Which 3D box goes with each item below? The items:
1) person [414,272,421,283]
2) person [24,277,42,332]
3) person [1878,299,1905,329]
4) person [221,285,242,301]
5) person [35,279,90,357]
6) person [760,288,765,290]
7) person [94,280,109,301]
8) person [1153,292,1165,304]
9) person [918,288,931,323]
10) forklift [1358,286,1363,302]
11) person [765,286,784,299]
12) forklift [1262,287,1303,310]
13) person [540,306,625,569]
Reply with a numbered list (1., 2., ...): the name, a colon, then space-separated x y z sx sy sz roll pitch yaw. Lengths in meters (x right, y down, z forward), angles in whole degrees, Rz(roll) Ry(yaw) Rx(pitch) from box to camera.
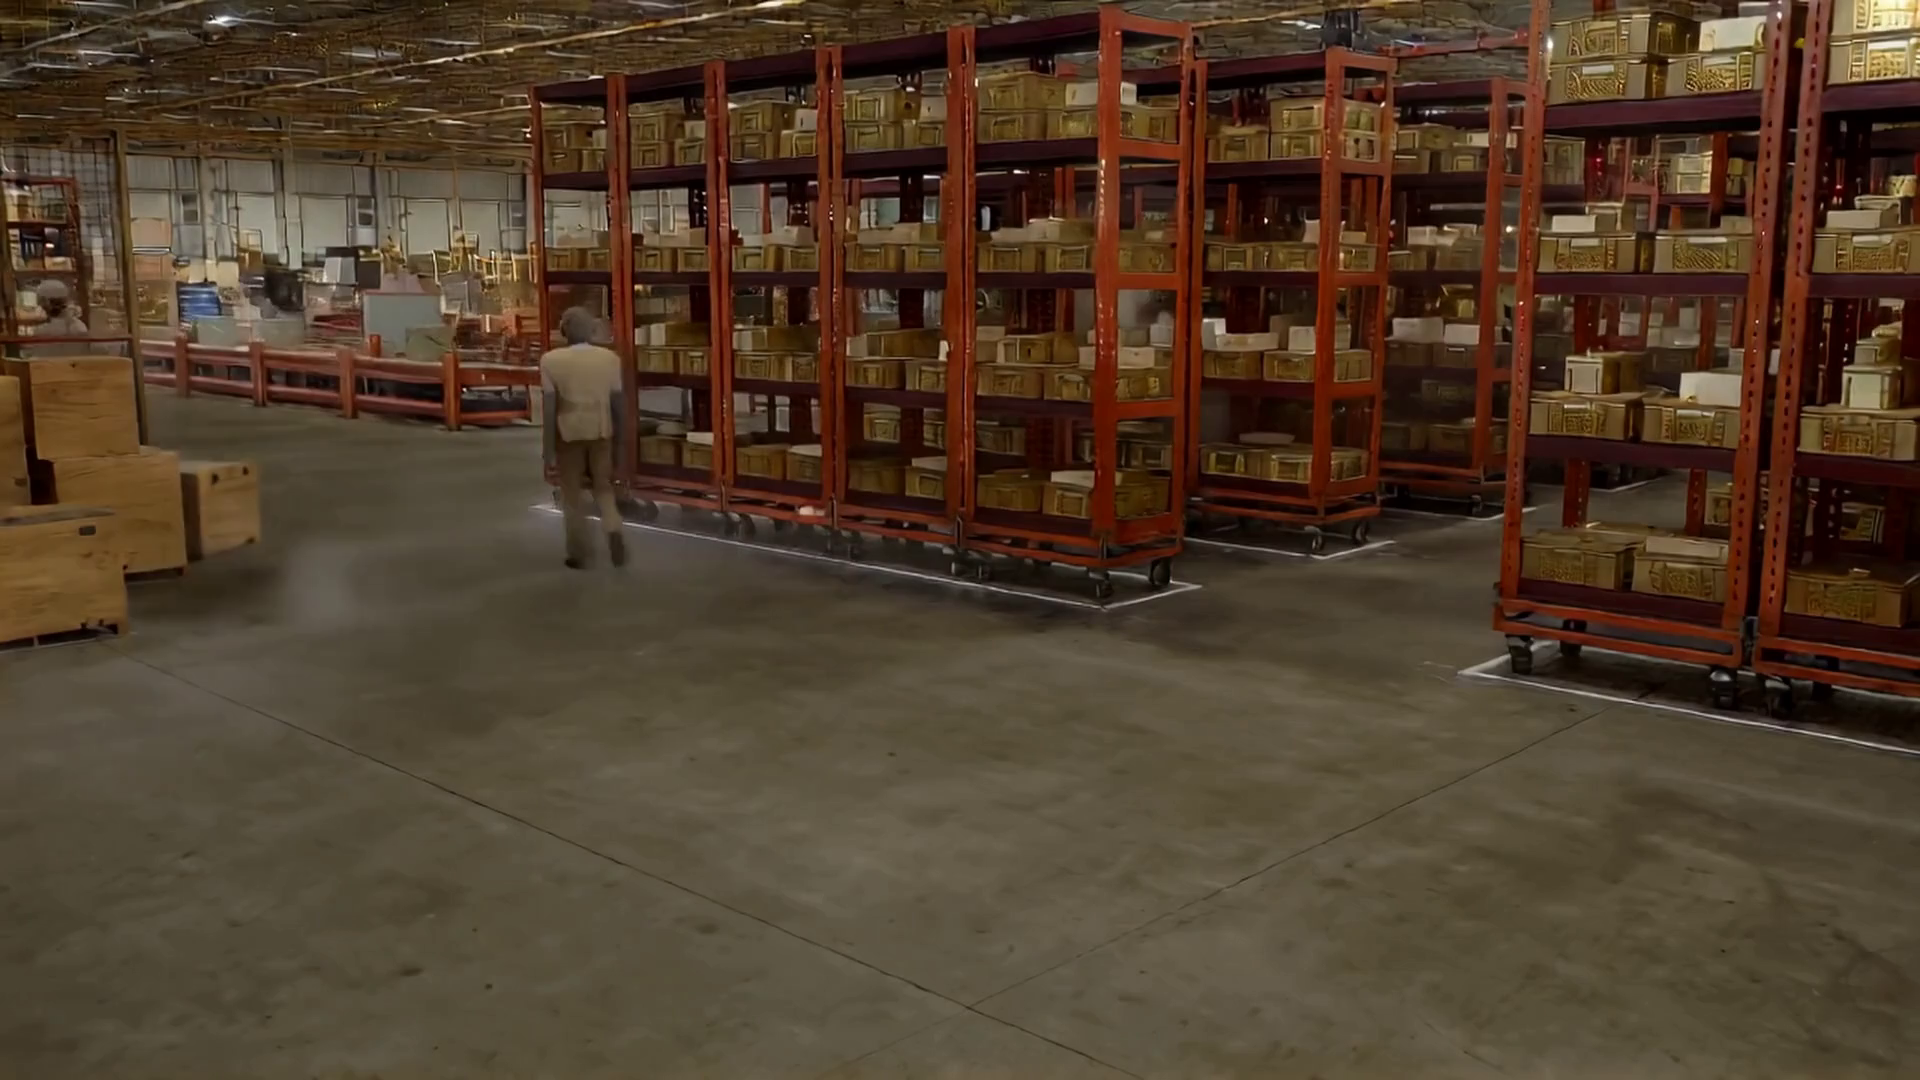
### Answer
1. person: -23.787 -10.753 72.789 0.373 1.928 0.543 -9 13 -44
2. person: -20.841 -5.010 37.709 0.621 1.876 0.902 -3 10 -19
3. person: 9.863 -1.727 17.722 0.404 1.837 0.595 2 9 9
4. person: -21.608 -6.915 49.200 0.651 1.939 1.041 3 10 16
5. person: -7.811 -1.276 14.495 0.392 1.993 0.626 1 9 8
6. person: -8.524 -10.652 73.214 0.516 1.587 0.887 3 10 16
7. person: -24.664 -6.608 47.937 0.298 1.743 0.493 8 12 40
8. person: 6.482 -7.786 54.419 1.042 1.992 0.630 -8 12 -40
9. person: -0.932 -5.640 41.785 0.403 1.818 0.600 -4 10 -26
10. forklift: 11.100 -7.017 46.970 1.873 2.768 1.129 9 13 43
11. person: -5.227 -6.396 46.300 0.675 1.851 0.999 -8 12 -42
12. forklift: 10.769 -8.203 54.240 1.129 2.768 1.873 8 12 42
13. person: -2.542 -0.675 11.324 0.575 1.828 0.628 -6 11 -31
